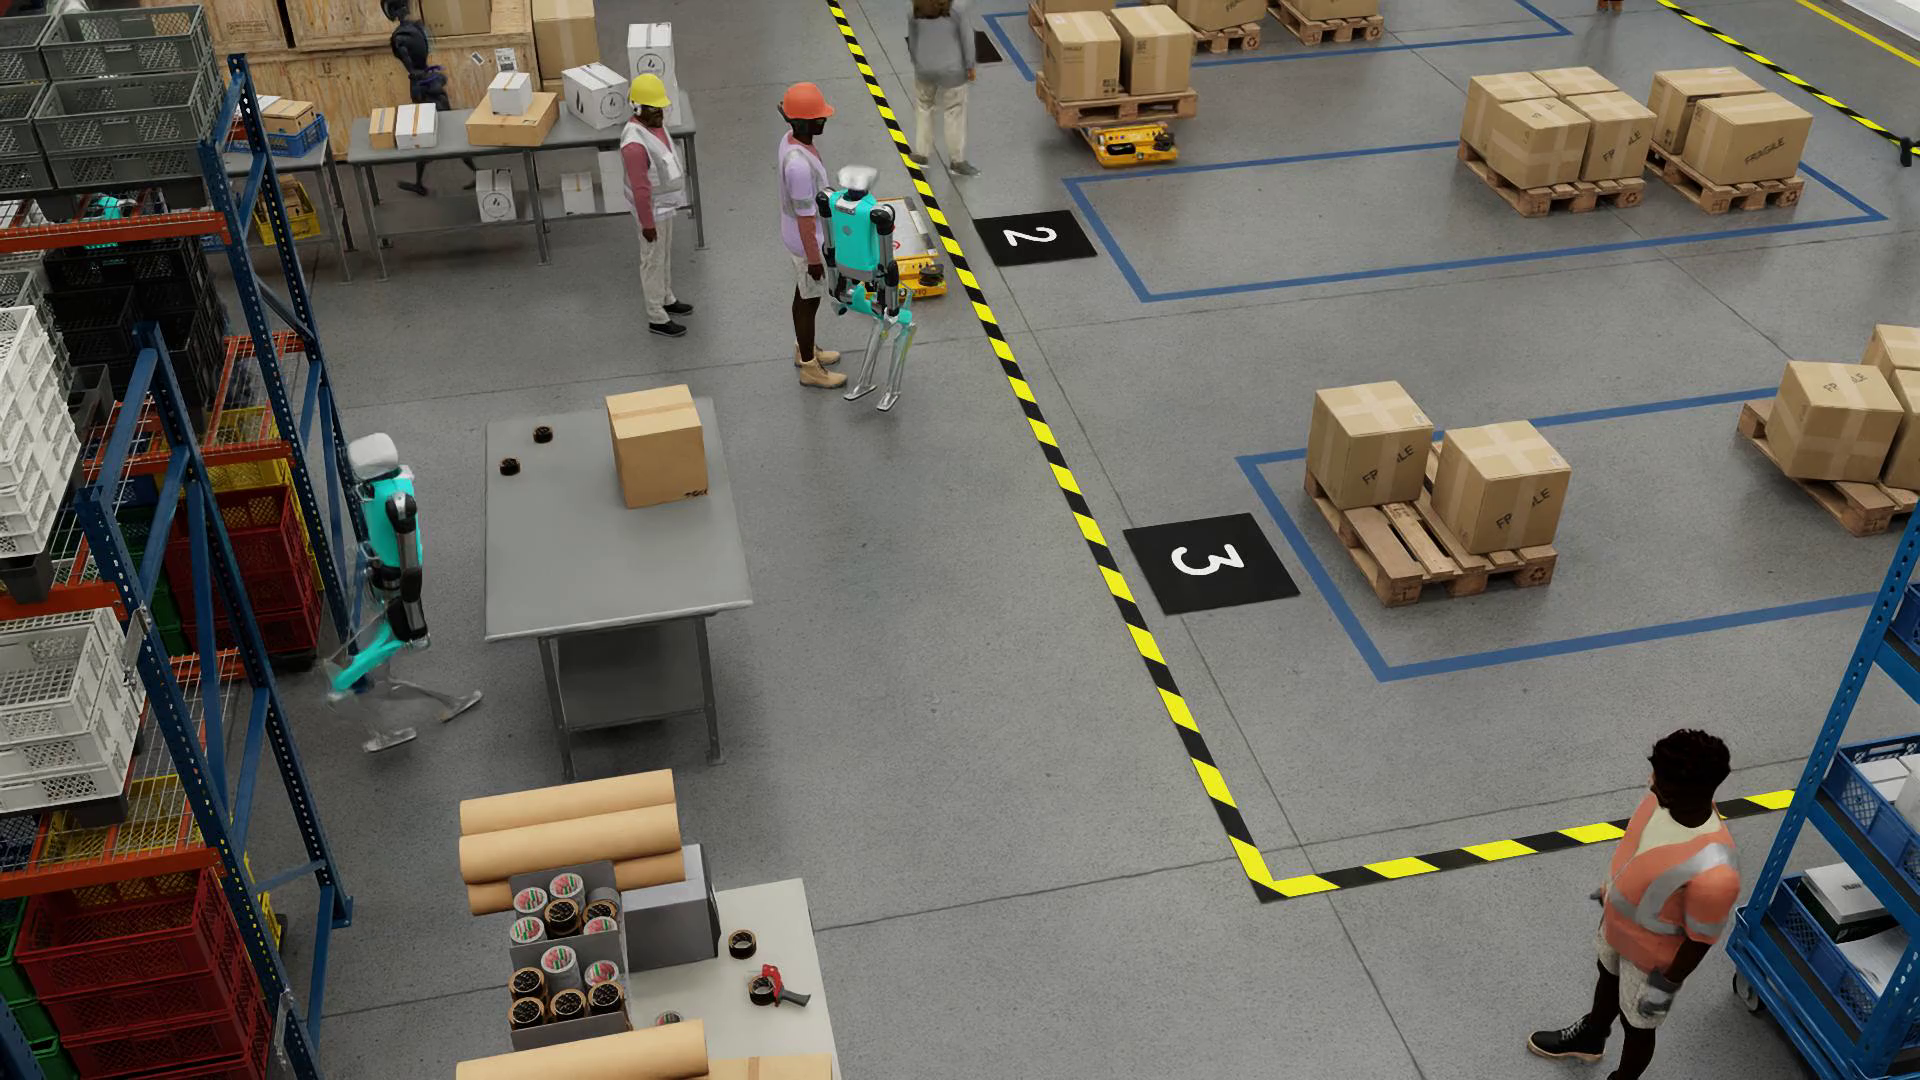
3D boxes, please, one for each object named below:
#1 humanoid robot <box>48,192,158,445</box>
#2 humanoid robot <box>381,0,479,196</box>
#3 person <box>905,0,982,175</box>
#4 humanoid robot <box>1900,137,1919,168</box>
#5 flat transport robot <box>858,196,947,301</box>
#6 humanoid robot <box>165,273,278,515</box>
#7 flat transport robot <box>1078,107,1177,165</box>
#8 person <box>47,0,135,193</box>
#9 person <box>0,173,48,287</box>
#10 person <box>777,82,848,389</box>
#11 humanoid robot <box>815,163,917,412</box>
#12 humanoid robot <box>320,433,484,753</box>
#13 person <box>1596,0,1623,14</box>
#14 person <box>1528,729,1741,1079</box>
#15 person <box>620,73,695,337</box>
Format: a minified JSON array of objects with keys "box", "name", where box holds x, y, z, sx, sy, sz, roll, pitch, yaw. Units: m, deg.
[{"box":[-5.081,-1.313,10.004,0.532,1.695,0.726,-5,37,-6],"name":"humanoid robot"},{"box":[-4.198,-3.499,13.101,0.768,1.627,0.585,-4,37,-6],"name":"humanoid robot"},{"box":[-0.099,-3.819,13.465,0.713,1.734,0.378,17,40,22],"name":"person"},{"box":[8.121,-3.693,13.353,0.592,1.642,0.624,-15,39,-19],"name":"humanoid robot"},{"box":[-0.570,-2.220,12.538,0.659,0.231,1.431,-8,37,-10],"name":"flat transport robot"},{"box":[-4.267,-0.821,9.507,0.739,1.630,0.584,0,37,0],"name":"humanoid robot"},{"box":[1.351,-3.657,14.446,0.652,0.197,1.431,-8,37,-10],"name":"flat transport robot"},{"box":[-6.900,-3.670,13.089,0.399,1.937,0.603,-25,43,-29],"name":"person"},{"box":[-5.923,-1.668,10.442,0.582,1.882,0.339,-30,46,-34],"name":"person"},{"box":[-0.956,-1.949,10.688,0.375,2.045,0.604,-5,37,-7],"name":"person"},{"box":[-0.495,-1.626,10.399,0.533,1.673,0.735,21,41,26],"name":"humanoid robot"},{"box":[-2.774,0.344,7.865,0.922,1.767,0.539,-21,41,-25],"name":"humanoid robot"},{"box":[6.599,-6.154,16.484,0.616,1.866,0.571,9,38,12],"name":"person"},{"box":[2.539,1.447,6.194,0.383,1.958,0.600,-1,37,-1],"name":"person"},{"box":[-2.059,-2.284,11.315,0.404,1.829,0.589,3,37,4],"name":"person"}]
